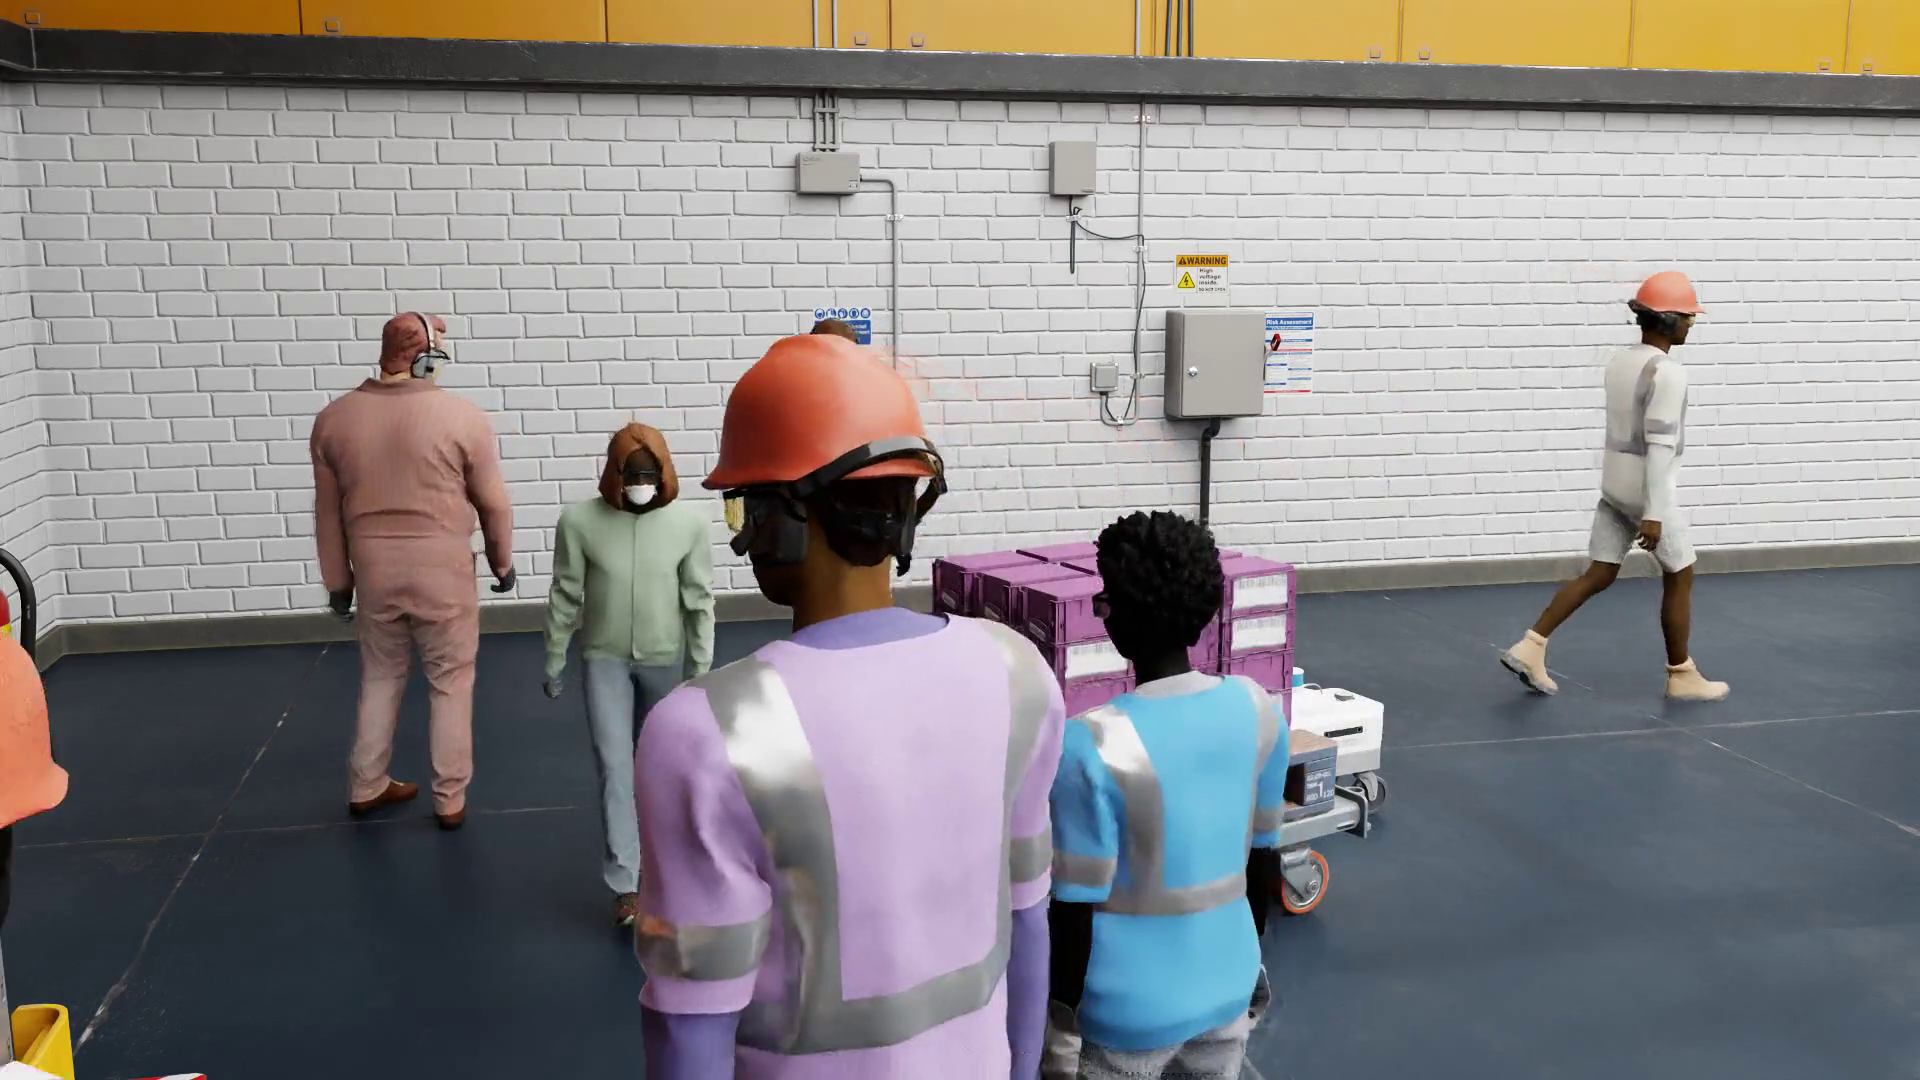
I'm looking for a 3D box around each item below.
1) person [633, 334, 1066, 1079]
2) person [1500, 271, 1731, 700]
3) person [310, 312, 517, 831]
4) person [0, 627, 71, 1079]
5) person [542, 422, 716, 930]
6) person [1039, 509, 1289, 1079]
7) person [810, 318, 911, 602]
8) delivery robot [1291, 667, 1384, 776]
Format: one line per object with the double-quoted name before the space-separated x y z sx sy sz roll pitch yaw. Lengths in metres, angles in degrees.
"person" -0.075 0.767 2.043 0.611 2.024 0.693 -9 13 -40
"person" 3.052 -0.229 7.636 1.029 2.005 0.617 -1 10 -5
"person" -1.949 0.127 6.011 0.675 1.879 0.465 1 10 7
"person" -0.812 0.964 1.323 0.565 1.883 0.989 -2 11 -13
"person" -1.050 0.396 5.318 0.538 1.566 0.874 -3 11 -17
"person" 0.385 0.789 2.864 0.539 1.684 0.566 -8 13 -39
"person" -0.471 -0.048 7.120 0.626 1.817 0.746 2 10 13
"delivery robot" 1.212 0.712 6.143 0.707 0.478 0.477 -5 11 -26
